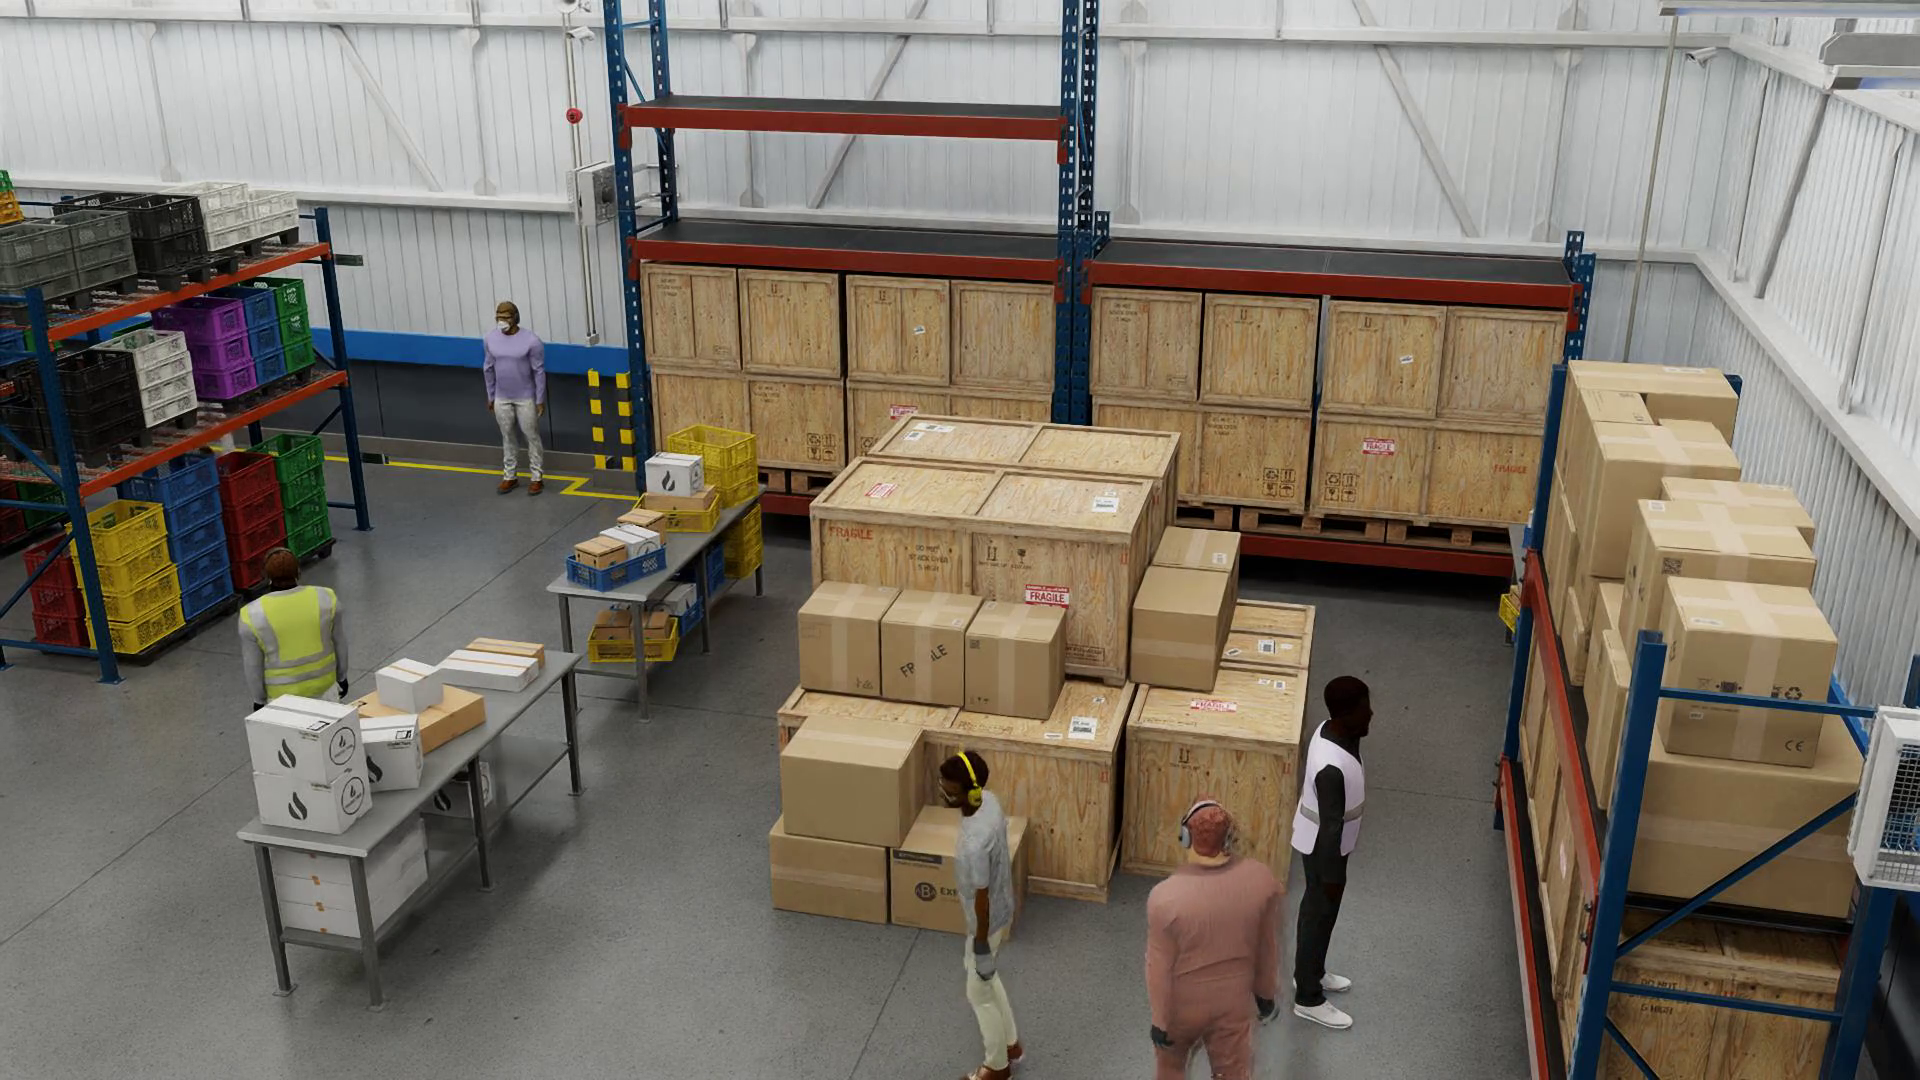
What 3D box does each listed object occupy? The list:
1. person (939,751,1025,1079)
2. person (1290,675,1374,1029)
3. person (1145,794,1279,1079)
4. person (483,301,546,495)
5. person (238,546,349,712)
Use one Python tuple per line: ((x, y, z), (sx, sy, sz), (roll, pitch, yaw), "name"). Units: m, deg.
((0.120, 1.826, 8.042), (0.445, 1.847, 0.582), (1, 21, 4), "person")
((1.905, 1.578, 8.586), (0.392, 1.922, 0.592), (4, 21, 11), "person")
((1.145, 2.059, 7.415), (0.652, 1.869, 0.914), (-7, 22, -18), "person")
((-4.361, -1.397, 16.343), (0.627, 1.941, 0.370), (4, 21, 9), "person")
((-4.147, 0.910, 10.442), (0.626, 1.844, 0.429), (-15, 26, -34), "person")
